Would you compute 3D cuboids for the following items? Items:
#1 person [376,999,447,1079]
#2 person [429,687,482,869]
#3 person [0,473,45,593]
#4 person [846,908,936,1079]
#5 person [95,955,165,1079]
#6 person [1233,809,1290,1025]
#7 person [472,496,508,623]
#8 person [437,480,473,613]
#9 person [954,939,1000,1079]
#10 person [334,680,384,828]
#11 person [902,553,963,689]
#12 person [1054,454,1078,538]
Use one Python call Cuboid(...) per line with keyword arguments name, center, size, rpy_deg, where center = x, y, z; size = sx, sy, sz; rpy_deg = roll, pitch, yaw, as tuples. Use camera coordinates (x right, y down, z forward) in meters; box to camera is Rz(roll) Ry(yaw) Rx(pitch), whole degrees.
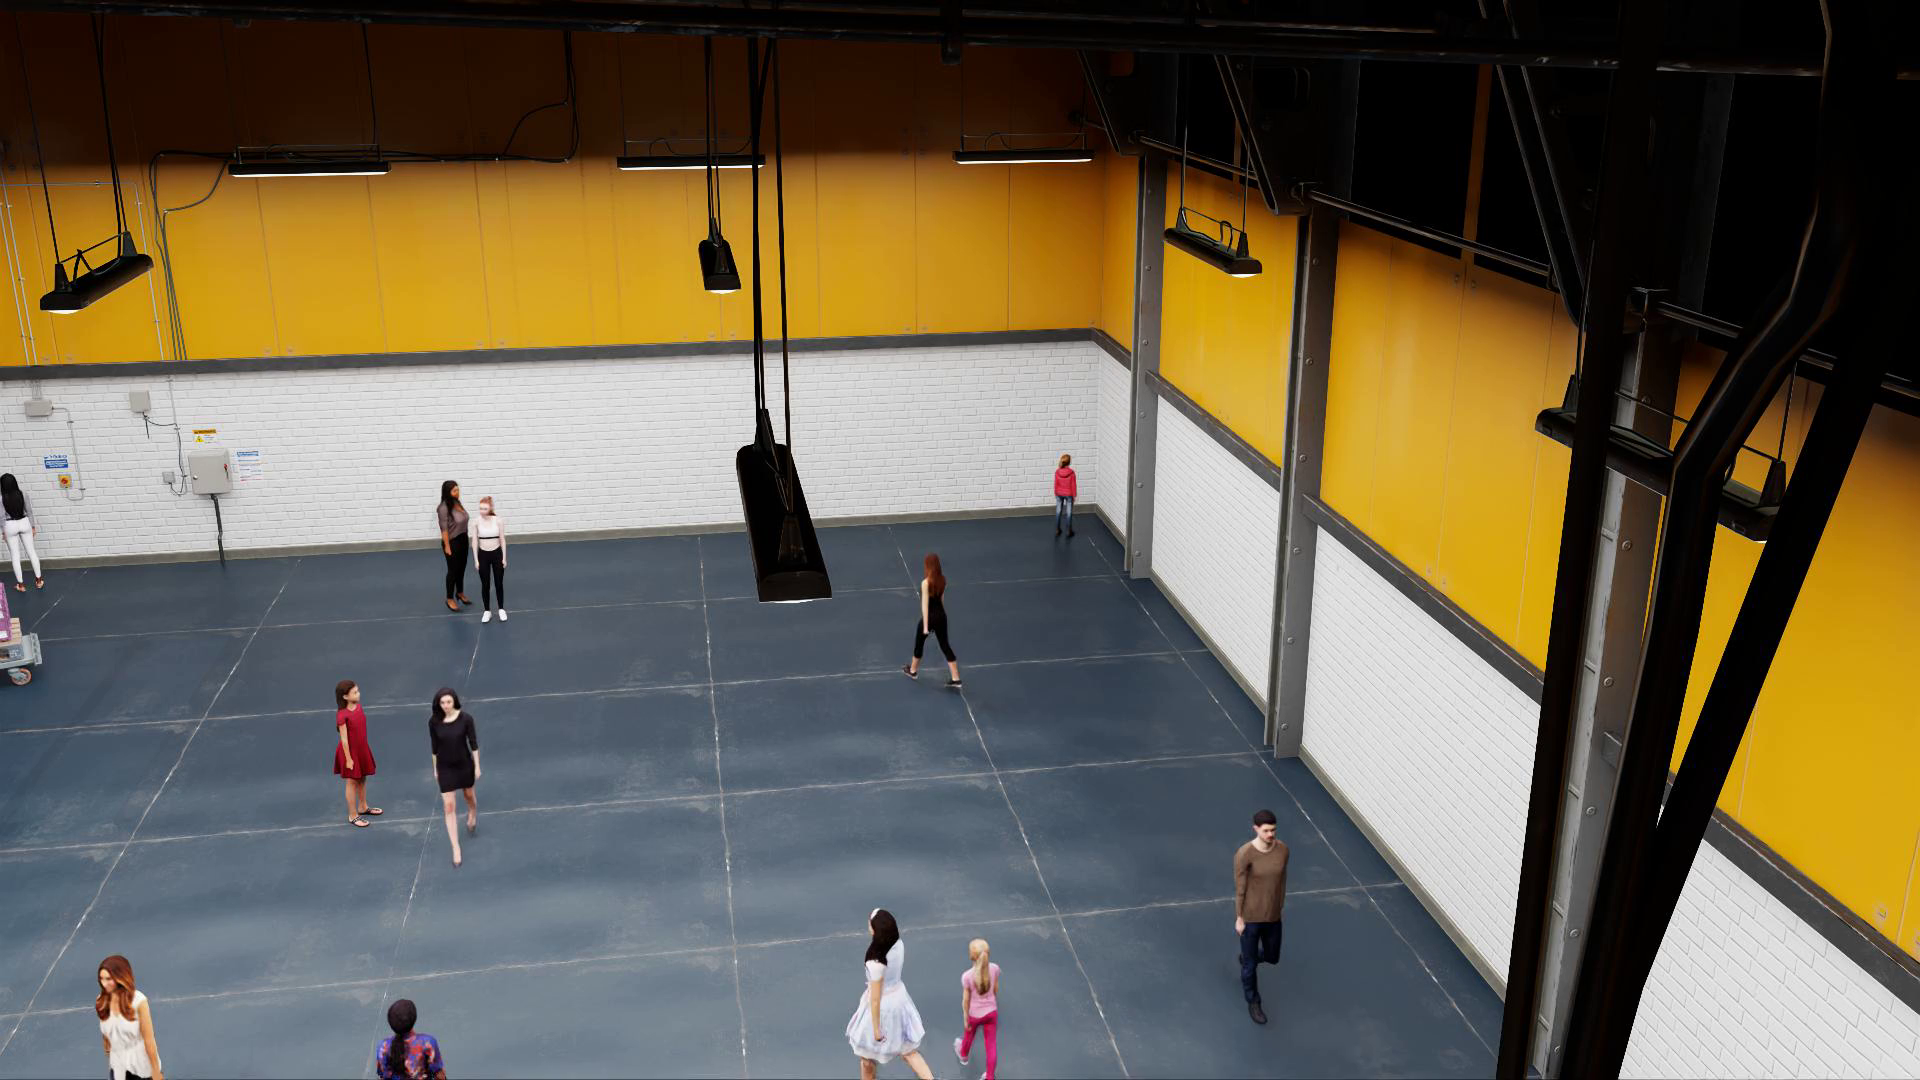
Cuboid(name="person", center=(-3.754, 3.979, 11.430), size=(0.649, 1.707, 1.175), rpy_deg=(-2, 19, -4))
Cuboid(name="person", center=(-4.956, 2.262, 16.438), size=(0.613, 1.764, 1.082), rpy_deg=(-4, 19, -10))
Cuboid(name="person", center=(-13.372, -0.133, 23.614), size=(0.673, 1.725, 0.693), rpy_deg=(-16, 25, -40))
Cuboid(name="person", center=(-0.451, 3.602, 12.431), size=(1.188, 1.782, 1.130), rpy_deg=(12, 22, 31))
Cuboid(name="person", center=(-5.888, 3.760, 11.987), size=(0.812, 1.767, 1.047), rpy_deg=(3, 19, 10))
Cuboid(name="person", center=(2.460, 3.073, 13.857), size=(0.712, 1.876, 0.909), rpy_deg=(-6, 19, -16))
Cuboid(name="person", center=(-6.333, 0.250, 22.448), size=(0.589, 1.742, 0.520), rpy_deg=(-5, 19, -13))
Cuboid(name="person", center=(-6.951, 0.062, 22.854), size=(0.798, 1.840, 0.670), rpy_deg=(4, 19, 12))
Cuboid(name="person", center=(0.196, 3.714, 12.939), size=(0.554, 1.246, 0.862), rpy_deg=(-6, 19, -17))
Cuboid(name="person", center=(-6.228, 2.158, 17.080), size=(0.698, 1.552, 0.639), rpy_deg=(4, 19, 11))
Cuboid(name="person", center=(-0.251, 1.024, 20.246), size=(1.031, 1.681, 1.217), rpy_deg=(-18, 25, -42))
Cuboid(name="person", center=(1.634, -0.698, 25.932), size=(0.609, 1.315, 0.642), rpy_deg=(8, 20, 21))
